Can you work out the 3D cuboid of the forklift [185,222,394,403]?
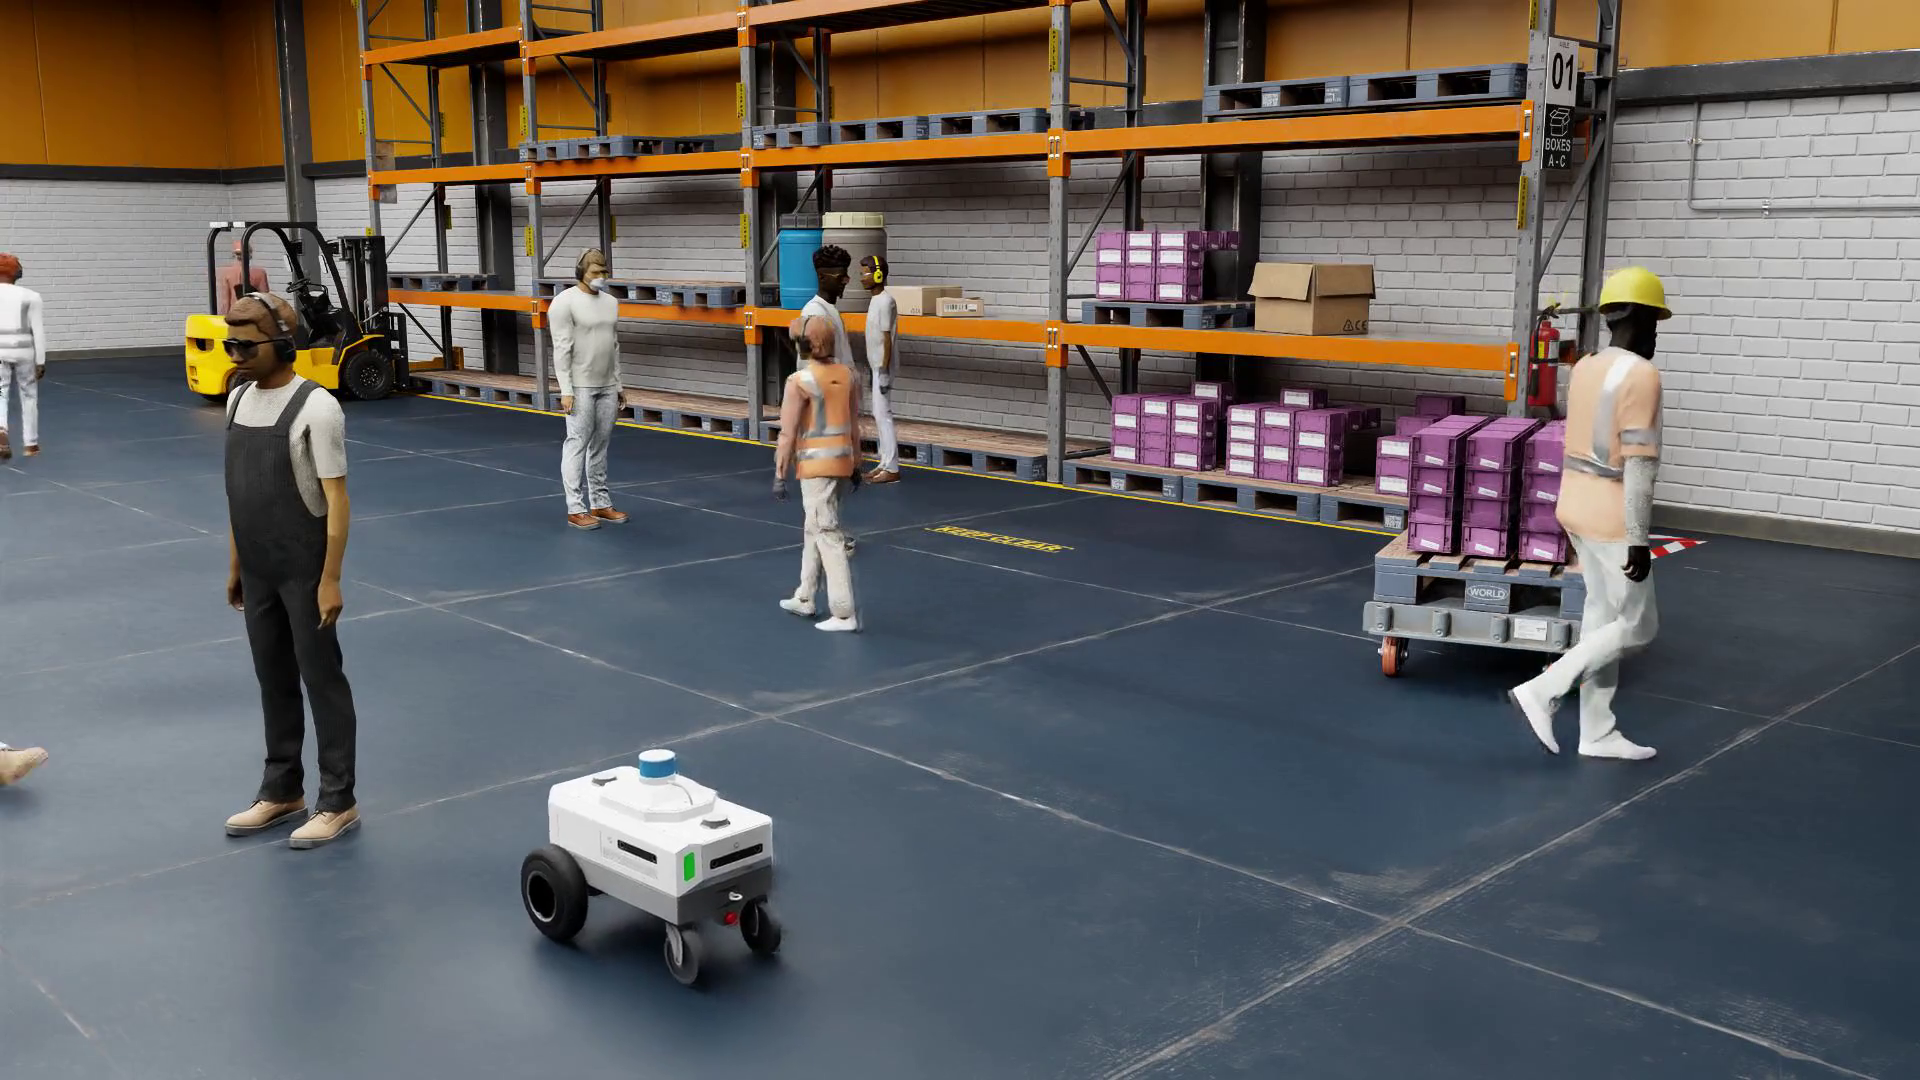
[{"bbox_3d":[-8.169,-2.758,20.163,2.313,2.155,1.214,-10,14,-44],"label":"forklift"}]

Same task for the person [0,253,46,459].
[{"bbox_3d":[-8.586,-1.656,15.053,0.580,1.867,0.802,-4,11,-22],"label":"person"}]

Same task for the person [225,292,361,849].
[{"bbox_3d":[-2.243,0.104,5.527,0.504,1.840,0.345,5,12,26],"label":"person"}]

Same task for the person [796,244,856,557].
[{"bbox_3d":[-0.849,-0.882,10.561,0.373,1.963,0.607,0,10,2],"label":"person"}]

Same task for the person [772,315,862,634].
[{"bbox_3d":[-0.787,-0.339,8.556,0.735,1.611,0.551,6,12,31],"label":"person"}]

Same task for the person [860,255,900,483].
[{"bbox_3d":[-0.660,-1.392,13.642,0.320,1.861,0.515,-2,11,-12],"label":"person"}]

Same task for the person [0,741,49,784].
[{"bbox_3d":[-3.877,0.036,6.065,1.010,1.779,0.641,1,10,4],"label":"person"}]

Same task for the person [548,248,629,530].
[{"bbox_3d":[-2.563,-1.051,11.570,0.371,1.934,0.627,6,12,28],"label":"person"}]

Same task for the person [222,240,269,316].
[{"bbox_3d":[-9.746,-3.110,22.714,0.622,1.968,0.903,1,10,4],"label":"person"}]

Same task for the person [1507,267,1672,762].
[{"bbox_3d":[2.429,-0.075,6.323,0.542,1.901,0.630,0,10,-2],"label":"person"}]

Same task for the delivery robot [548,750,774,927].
[{"bbox_3d":[-0.857,0.843,4.746,0.707,0.478,0.477,10,14,42],"label":"delivery robot"}]
